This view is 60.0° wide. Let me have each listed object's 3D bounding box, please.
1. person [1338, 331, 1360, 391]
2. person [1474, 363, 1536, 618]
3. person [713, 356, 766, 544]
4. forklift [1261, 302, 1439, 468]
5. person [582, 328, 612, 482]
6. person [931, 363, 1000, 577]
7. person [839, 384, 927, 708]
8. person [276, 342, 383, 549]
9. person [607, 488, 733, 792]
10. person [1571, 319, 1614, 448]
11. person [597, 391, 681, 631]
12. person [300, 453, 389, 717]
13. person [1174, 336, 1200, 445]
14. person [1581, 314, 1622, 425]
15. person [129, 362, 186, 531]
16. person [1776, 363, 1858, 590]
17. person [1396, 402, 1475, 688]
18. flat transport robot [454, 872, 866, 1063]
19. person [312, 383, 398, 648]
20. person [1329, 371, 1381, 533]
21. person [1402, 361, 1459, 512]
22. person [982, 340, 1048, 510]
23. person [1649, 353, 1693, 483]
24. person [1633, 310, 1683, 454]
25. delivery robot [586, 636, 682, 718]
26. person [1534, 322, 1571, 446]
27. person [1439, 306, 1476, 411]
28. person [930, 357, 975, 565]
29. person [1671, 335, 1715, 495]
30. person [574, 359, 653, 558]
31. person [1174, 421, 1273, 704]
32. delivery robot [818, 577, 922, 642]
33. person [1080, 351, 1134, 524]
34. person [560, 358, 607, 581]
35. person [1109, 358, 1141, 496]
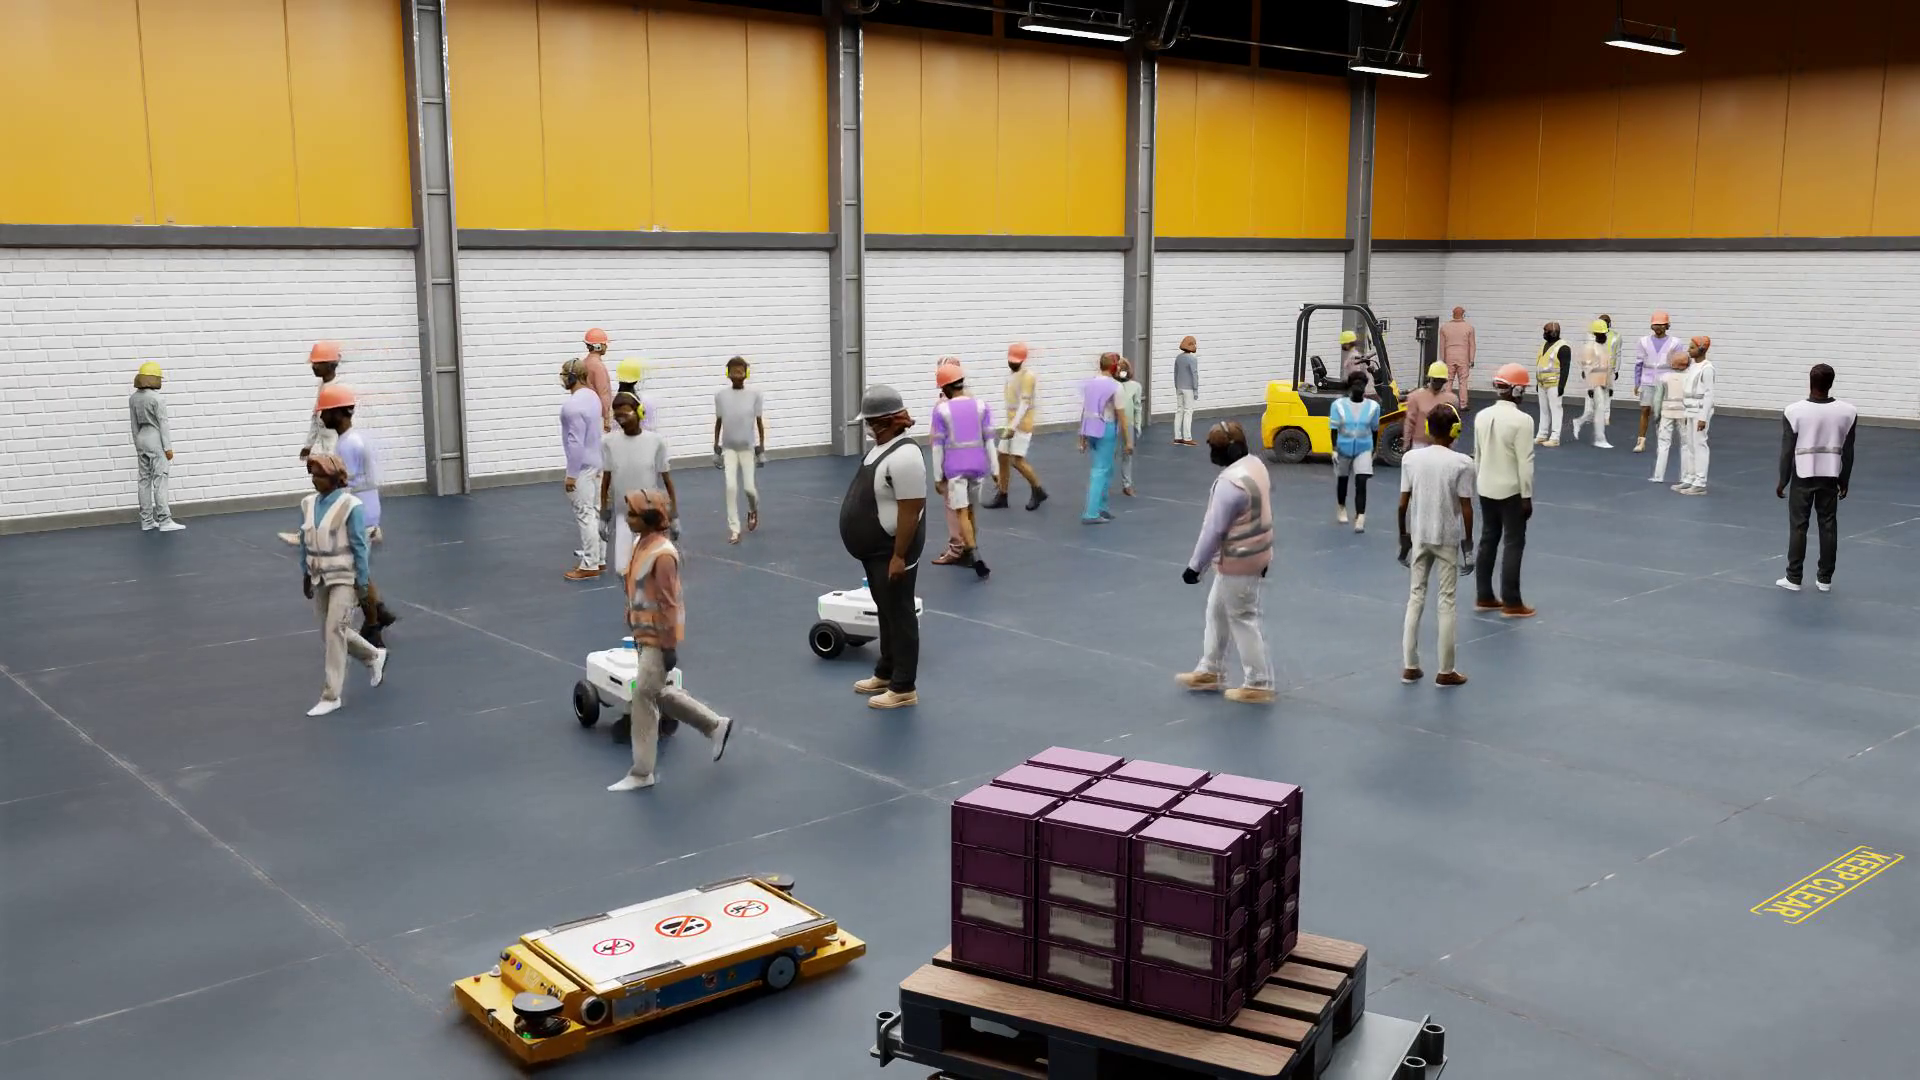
[{"bbox_3d":[5.638,-2.150,24.056,0.377,1.743,0.542,3,10,20],"label":"person"},{"bbox_3d":[4.270,-0.385,13.003,0.406,1.986,0.635,-4,11,-23],"label":"person"},{"bbox_3d":[-2.181,-0.907,16.451,0.513,1.856,0.612,0,10,1],"label":"person"},{"bbox_3d":[5.320,-2.157,22.763,2.313,2.155,1.214,3,10,16],"label":"forklift"},{"bbox_3d":[-4.169,-1.439,19.140,0.379,1.996,0.611,-7,12,-36],"label":"person"},{"bbox_3d":[0.081,-0.619,14.707,0.633,1.885,0.873,-4,10,-22],"label":"person"},{"bbox_3d":[-0.487,0.026,10.434,0.535,2.000,0.673,-2,10,-14],"label":"person"},{"bbox_3d":[-6.117,-0.907,16.053,1.062,1.980,0.627,-6,12,-33],"label":"person"},{"bbox_3d":[-1.554,0.515,8.844,0.666,1.616,0.521,-5,11,-26],"label":"person"},{"bbox_3d":[9.404,-2.318,24.587,0.600,1.888,0.768,-7,12,-34],"label":"person"},{"bbox_3d":[-2.340,-0.170,12.146,0.642,1.847,0.427,0,10,0],"label":"person"},{"bbox_3d":[-3.859,0.246,10.388,0.521,1.615,0.673,5,11,28],"label":"person"},{"bbox_3d":[3.385,-2.228,24.817,0.268,1.632,0.507,-5,11,-29],"label":"person"},{"bbox_3d":[10.697,-2.837,27.772,0.625,1.847,0.429,4,10,21],"label":"person"},{"bbox_3d":[-8.270,-0.957,17.083,0.484,1.736,0.308,4,11,24],"label":"person"},{"bbox_3d":[7.190,-0.521,13.994,0.592,1.920,0.392,1,10,7],"label":"person"},{"bbox_3d":[3.123,0.032,10.912,0.533,1.864,0.310,8,12,38],"label":"person"},{"bbox_3d":[-1.130,1.599,6.398,1.431,0.197,0.652,-8,12,-38],"label":"flat transport robot"},{"bbox_3d":[-4.358,-0.160,11.880,0.419,1.917,0.564,-3,10,-18],"label":"person"},{"bbox_3d":[4.072,-0.942,17.228,0.519,1.653,0.880,2,10,10],"label":"person"},{"bbox_3d":[4.904,-1.012,17.354,0.561,1.740,0.556,1,10,6],"label":"person"},{"bbox_3d":[0.647,-1.262,18.382,0.591,1.901,0.560,-5,11,-26],"label":"person"},{"bbox_3d":[8.872,-1.501,20.619,0.578,1.617,0.398,7,12,37],"label":"person"},{"bbox_3d":[9.933,-2.242,23.706,0.610,2.042,0.396,6,11,31],"label":"person"},{"bbox_3d":[-1.937,0.817,9.873,0.477,0.478,0.707,-7,12,-35],"label":"delivery robot"},{"bbox_3d":[8.775,-2.314,24.728,0.430,1.840,0.622,-3,10,-15],"label":"person"},{"bbox_3d":[9.048,-3.293,30.247,0.643,1.912,0.410,5,11,28],"label":"person"},{"bbox_3d":[-0.079,-0.722,15.227,0.400,1.901,0.643,3,10,16],"label":"person"},{"bbox_3d":[8.713,-1.472,19.668,0.360,1.882,0.575,1,10,7],"label":"person"},{"bbox_3d":[-3.132,-0.699,15.155,0.612,1.886,0.843,9,13,42],"label":"person"},{"bbox_3d":[1.635,0.146,10.447,0.732,1.802,0.660,3,10,19],"label":"person"},{"bbox_3d":[-0.628,0.506,11.692,0.707,0.478,0.477,4,11,24],"label":"delivery robot"},{"bbox_3d":[1.568,-1.071,17.508,0.670,1.816,0.577,-6,11,-30],"label":"person"},{"bbox_3d":[-3.284,-0.611,14.464,0.372,1.939,0.629,1,10,6],"label":"person"},{"bbox_3d":[1.882,-1.327,19.545,0.507,1.630,0.268,-1,10,-6],"label":"person"}]
